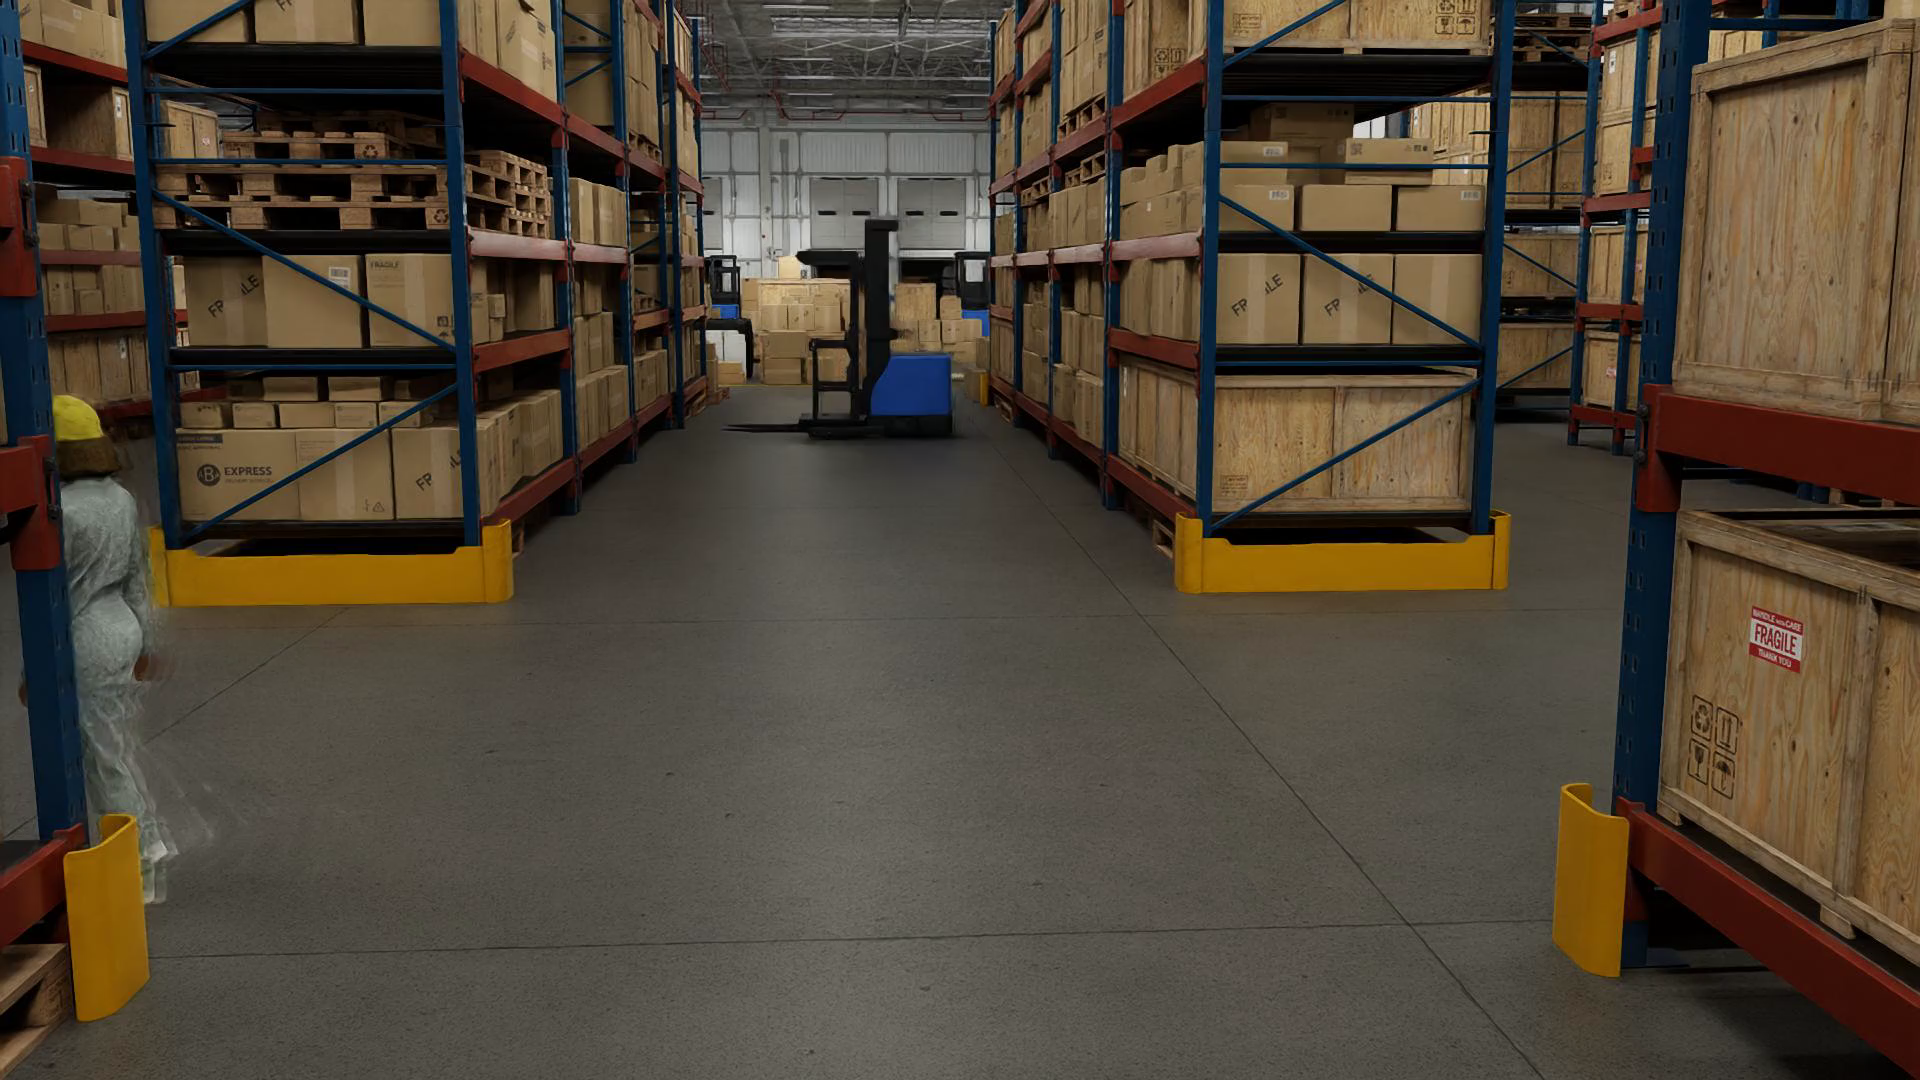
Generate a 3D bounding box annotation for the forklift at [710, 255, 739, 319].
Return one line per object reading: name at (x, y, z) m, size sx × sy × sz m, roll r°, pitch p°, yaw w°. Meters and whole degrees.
forklift at (-8.368, -8.713, 59.038) m, size 1.129 × 2.768 × 1.873 m, roll -1°, pitch 9°, yaw -4°

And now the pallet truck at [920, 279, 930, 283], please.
pallet truck at (-0.932, -8.922, 63.114) m, size 1.885 × 1.965 × 0.823 m, roll 2°, pitch 9°, yaw 13°

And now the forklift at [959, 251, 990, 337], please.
forklift at (0.431, -7.232, 49.740) m, size 1.129 × 2.768 × 1.873 m, roll -1°, pitch 9°, yaw -4°

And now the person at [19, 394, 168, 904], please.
person at (-2.904, 0.382, 5.556) m, size 0.415 × 1.729 × 0.494 m, roll -1°, pitch 9°, yaw -3°

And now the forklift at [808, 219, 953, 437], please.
forklift at (-1.060, -2.780, 21.783) m, size 1.873 × 2.768 × 1.129 m, roll -1°, pitch 9°, yaw -4°
